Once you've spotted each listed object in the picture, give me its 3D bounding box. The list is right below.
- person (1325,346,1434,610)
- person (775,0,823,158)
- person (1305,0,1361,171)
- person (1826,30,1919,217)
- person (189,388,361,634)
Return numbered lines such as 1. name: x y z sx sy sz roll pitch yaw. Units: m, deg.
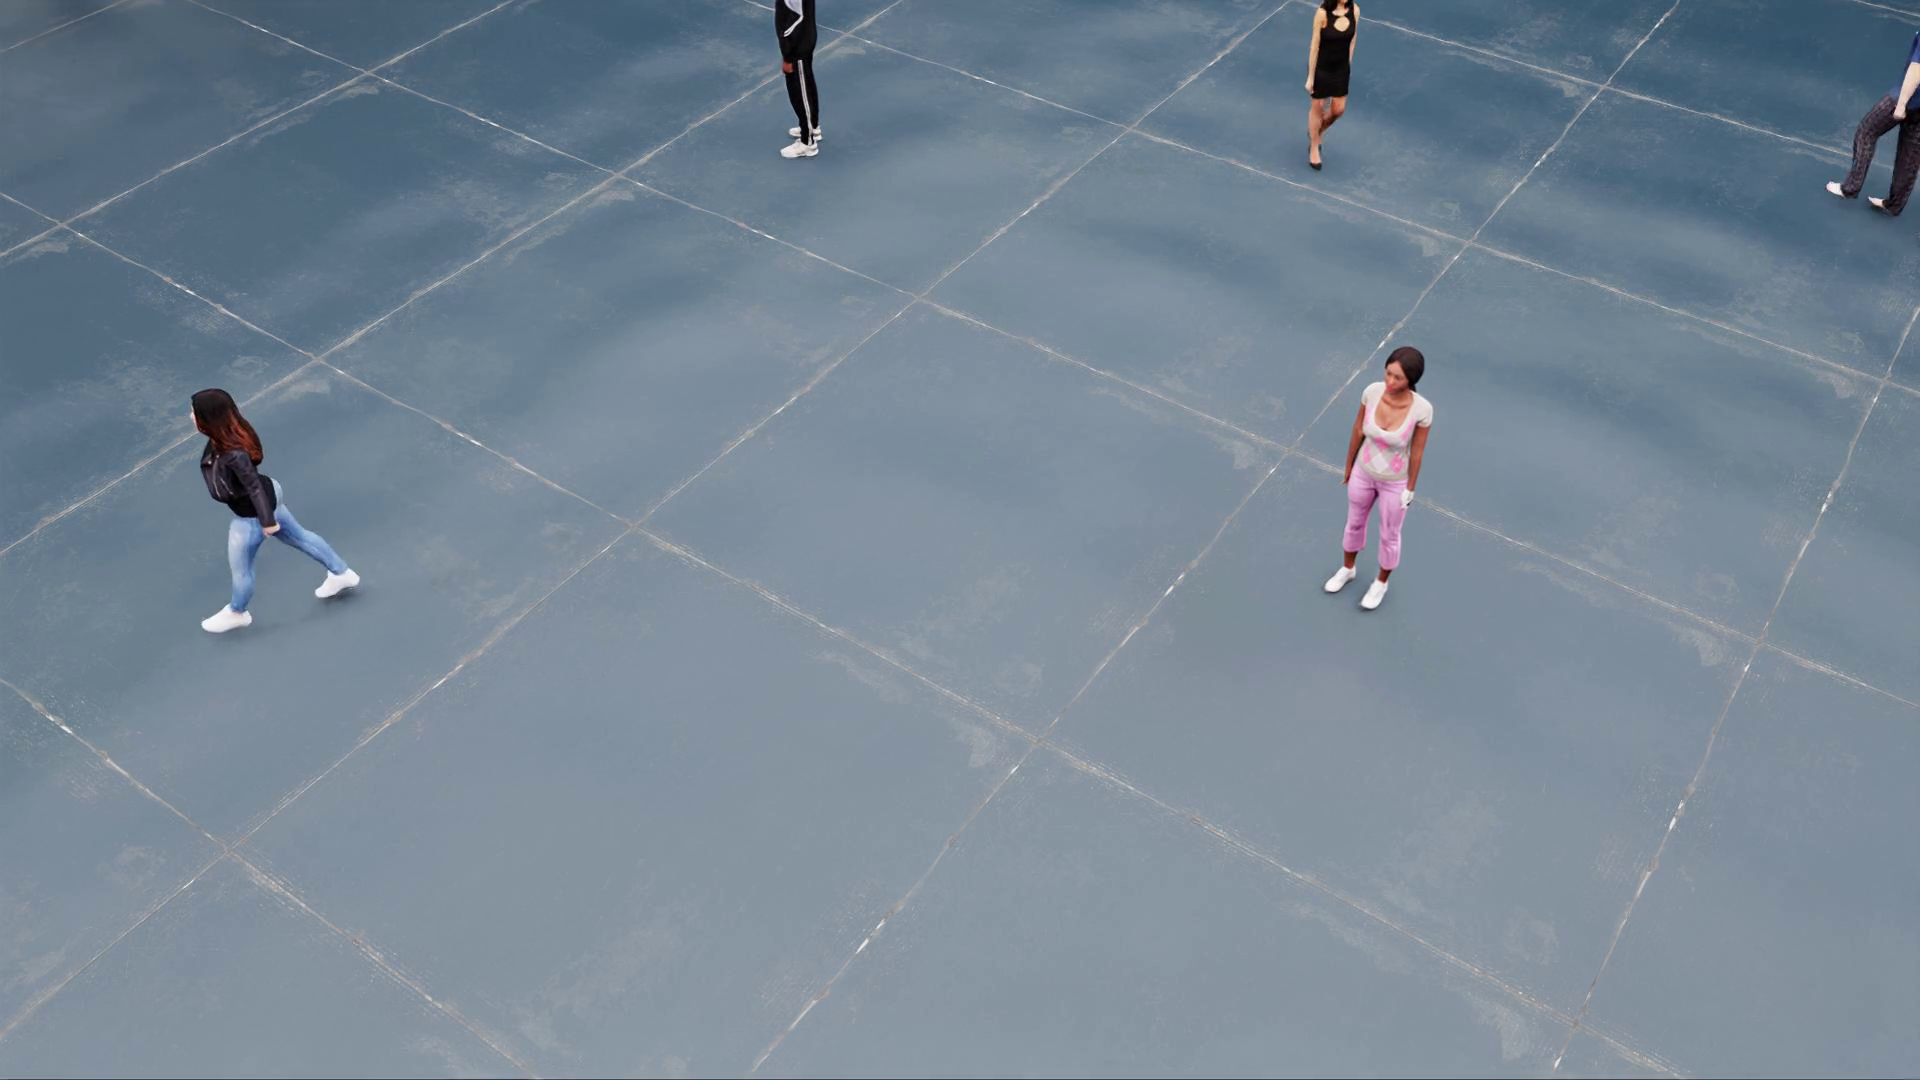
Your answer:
1. person: 2.369 -0.357 9.323 0.452 1.742 0.631 27 50 26
2. person: -1.260 -3.913 13.068 0.714 1.828 0.732 6 43 7
3. person: 2.835 -3.685 12.965 0.709 1.636 0.768 -9 44 -10
4. person: 7.159 -3.241 12.333 0.861 1.849 0.936 -18 46 -18
5. person: -3.841 -0.192 9.262 1.090 1.585 1.154 -16 45 -17
